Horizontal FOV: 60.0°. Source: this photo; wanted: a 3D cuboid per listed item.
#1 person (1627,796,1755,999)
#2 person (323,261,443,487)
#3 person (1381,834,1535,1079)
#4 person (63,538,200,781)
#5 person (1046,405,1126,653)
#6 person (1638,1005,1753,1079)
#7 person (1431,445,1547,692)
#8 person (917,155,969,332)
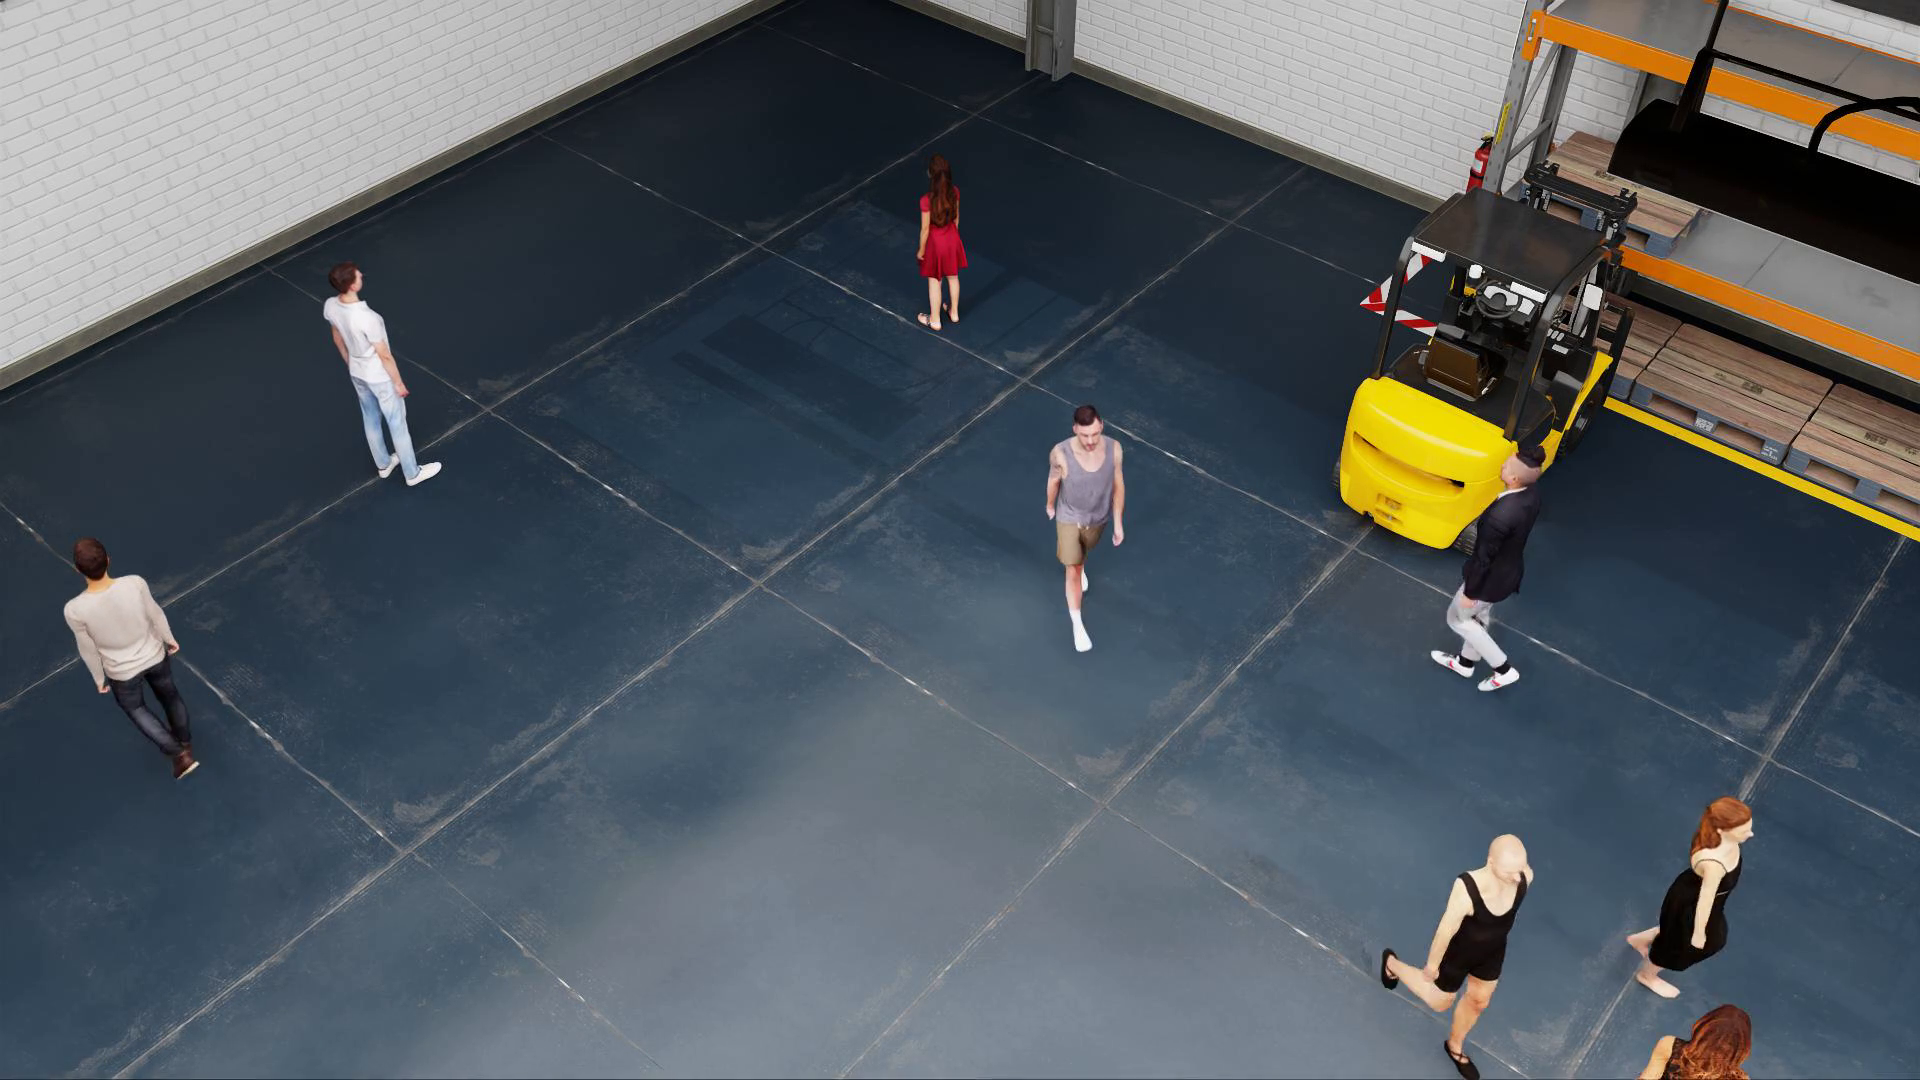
[{"bbox_3d":[3.816,1.887,8.830,0.662,1.611,0.578,27,50,25],"label":"person"},{"bbox_3d":[-4.192,-1.177,11.873,0.543,1.850,0.746,22,48,21],"label":"person"},{"bbox_3d":[2.565,2.032,8.543,0.914,1.797,1.104,-19,47,-19],"label":"person"},{"bbox_3d":[-4.846,0.763,9.834,0.713,1.853,0.868,-34,53,-30],"label":"person"},{"bbox_3d":[0.805,-0.241,10.911,1.120,1.793,1.248,-7,44,-8],"label":"person"},{"bbox_3d":[3.232,2.833,7.726,1.132,1.763,0.651,28,50,26],"label":"person"},{"bbox_3d":[3.402,0.231,10.333,0.817,1.935,0.716,29,51,27],"label":"person"},{"bbox_3d":[-0.155,-2.395,13.366,0.607,1.553,0.667,-26,49,-25],"label":"person"}]
